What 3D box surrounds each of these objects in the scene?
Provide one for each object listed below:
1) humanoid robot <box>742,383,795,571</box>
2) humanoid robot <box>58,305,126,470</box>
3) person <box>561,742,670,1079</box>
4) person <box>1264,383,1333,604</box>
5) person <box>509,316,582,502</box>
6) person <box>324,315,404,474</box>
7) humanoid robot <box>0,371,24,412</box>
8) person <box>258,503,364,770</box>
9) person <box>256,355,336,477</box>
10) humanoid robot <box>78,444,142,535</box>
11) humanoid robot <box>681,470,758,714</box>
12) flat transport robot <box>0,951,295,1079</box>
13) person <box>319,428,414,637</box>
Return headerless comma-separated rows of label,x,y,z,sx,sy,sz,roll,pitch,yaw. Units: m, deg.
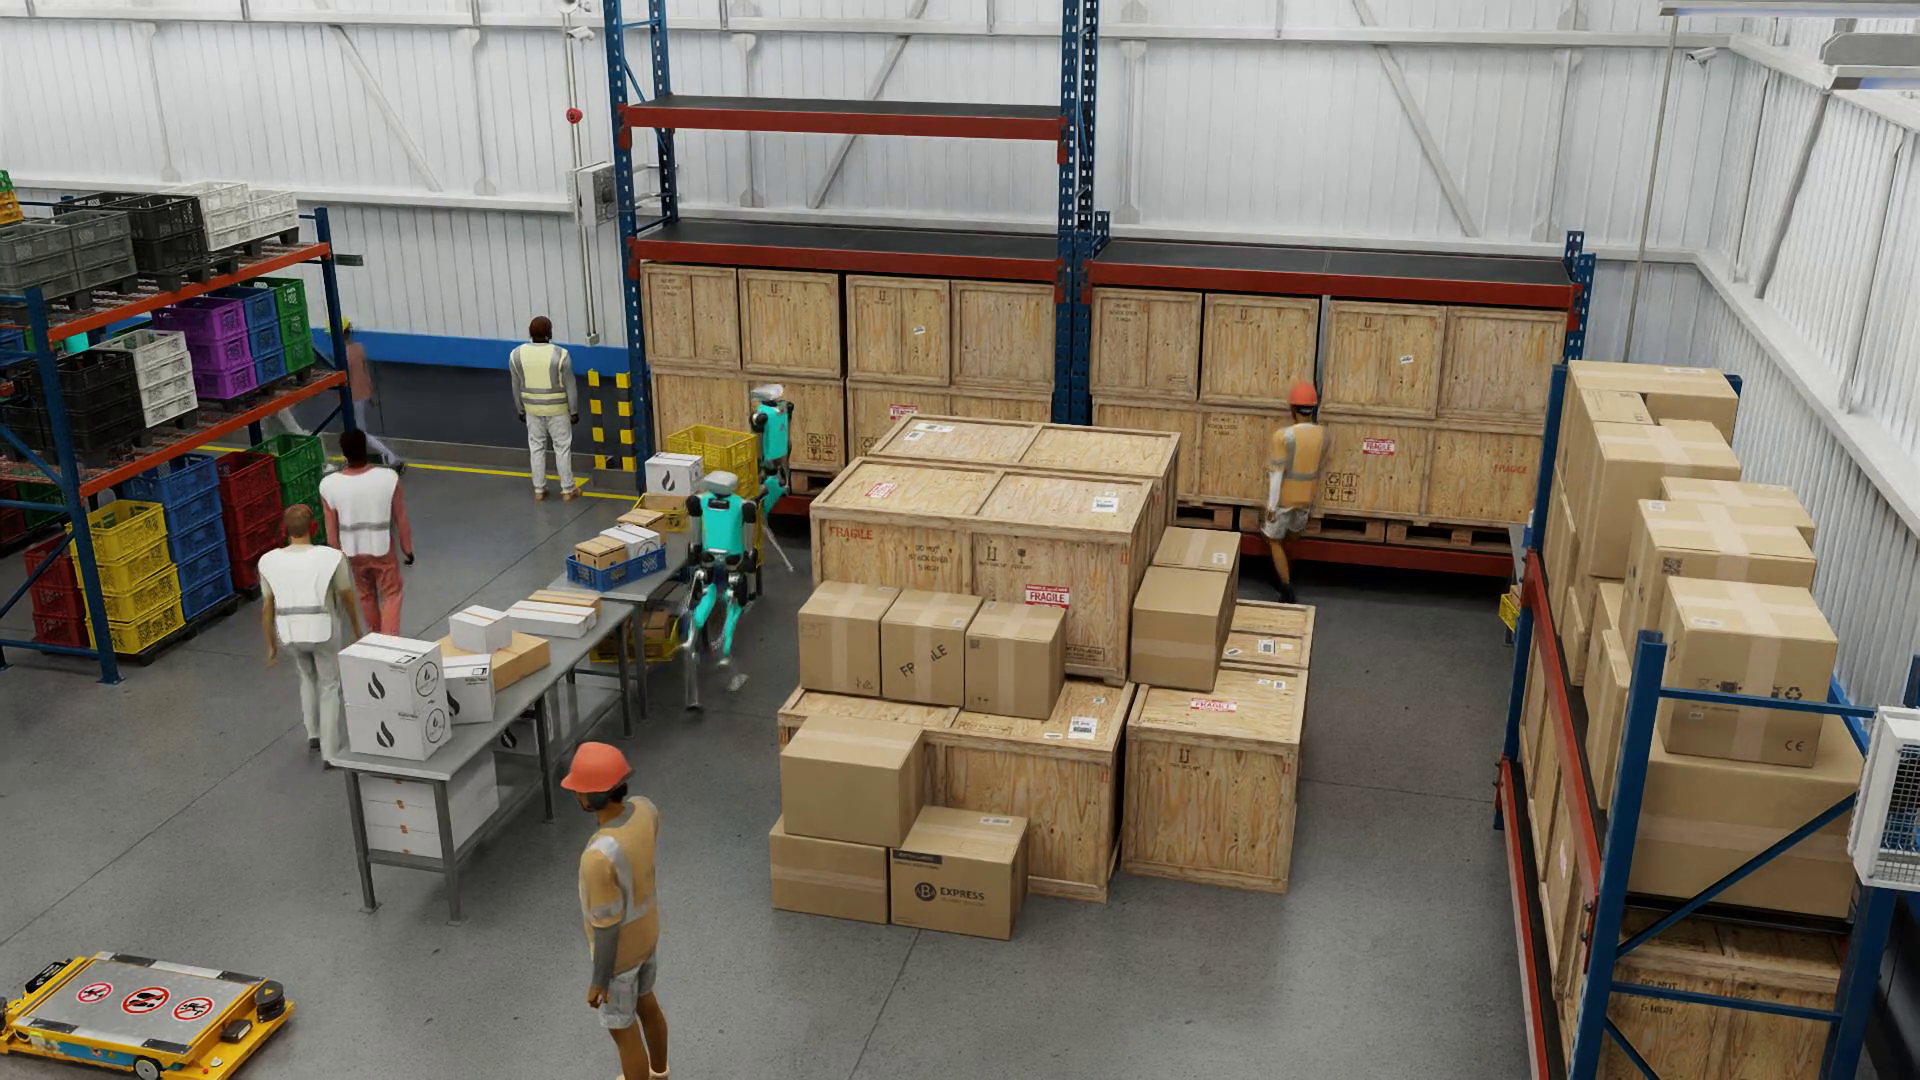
humanoid robot,-1.831,-0.490,14.384,0.809,1.830,0.534,11,23,26
humanoid robot,-8.706,-1.520,16.778,0.533,1.677,0.735,-19,28,-41
person,-1.594,1.858,7.707,0.388,2.039,0.614,4,21,11
person,2.738,-0.368,13.745,0.591,1.892,0.840,-6,22,-16
person,-4.002,-1.268,16.159,0.633,1.842,0.429,2,21,5
person,-6.032,-1.422,16.713,0.811,1.725,0.552,4,21,10
humanoid robot,-9.581,-1.277,16.456,0.720,1.876,0.553,-3,21,-8
person,-4.348,0.632,11.233,0.565,1.815,0.635,-1,21,-1
person,-6.882,-1.450,16.722,1.049,1.786,0.518,-1,21,-2
humanoid robot,-7.569,-0.624,14.685,0.599,1.657,0.315,-7,22,-17
humanoid robot,-1.788,0.449,11.872,0.534,1.779,1.010,5,22,13
flat transport robot,-4.270,2.464,8.601,1.431,0.231,0.659,5,22,13
person,-4.455,0.077,12.557,0.598,1.903,0.701,-4,21,-9
